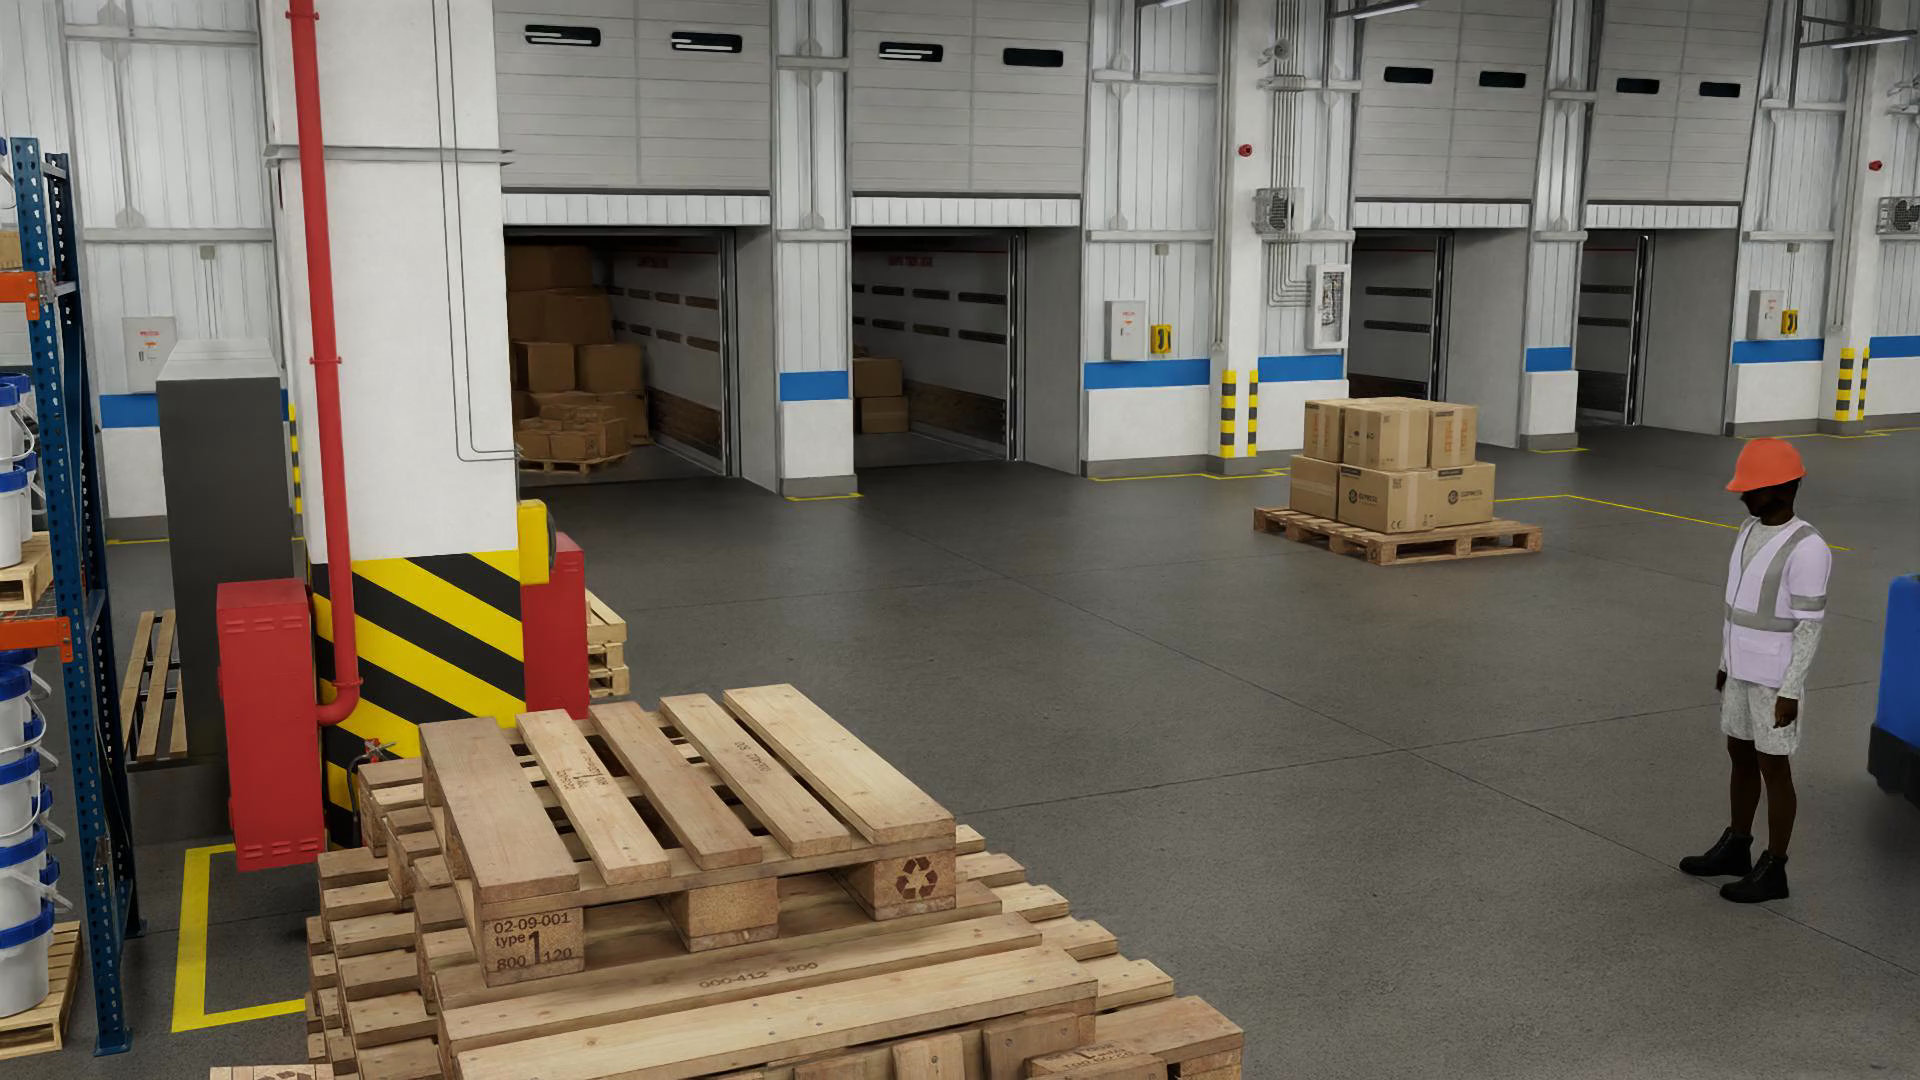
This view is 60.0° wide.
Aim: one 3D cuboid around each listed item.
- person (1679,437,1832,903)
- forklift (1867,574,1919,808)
[{"bbox_3d":[3.292,0.534,6.868,0.371,1.928,0.543,-1,10,-6],"label":"person"},{"bbox_3d":[5.046,-0.008,7.229,1.129,2.768,1.873,0,10,1],"label":"forklift"}]
